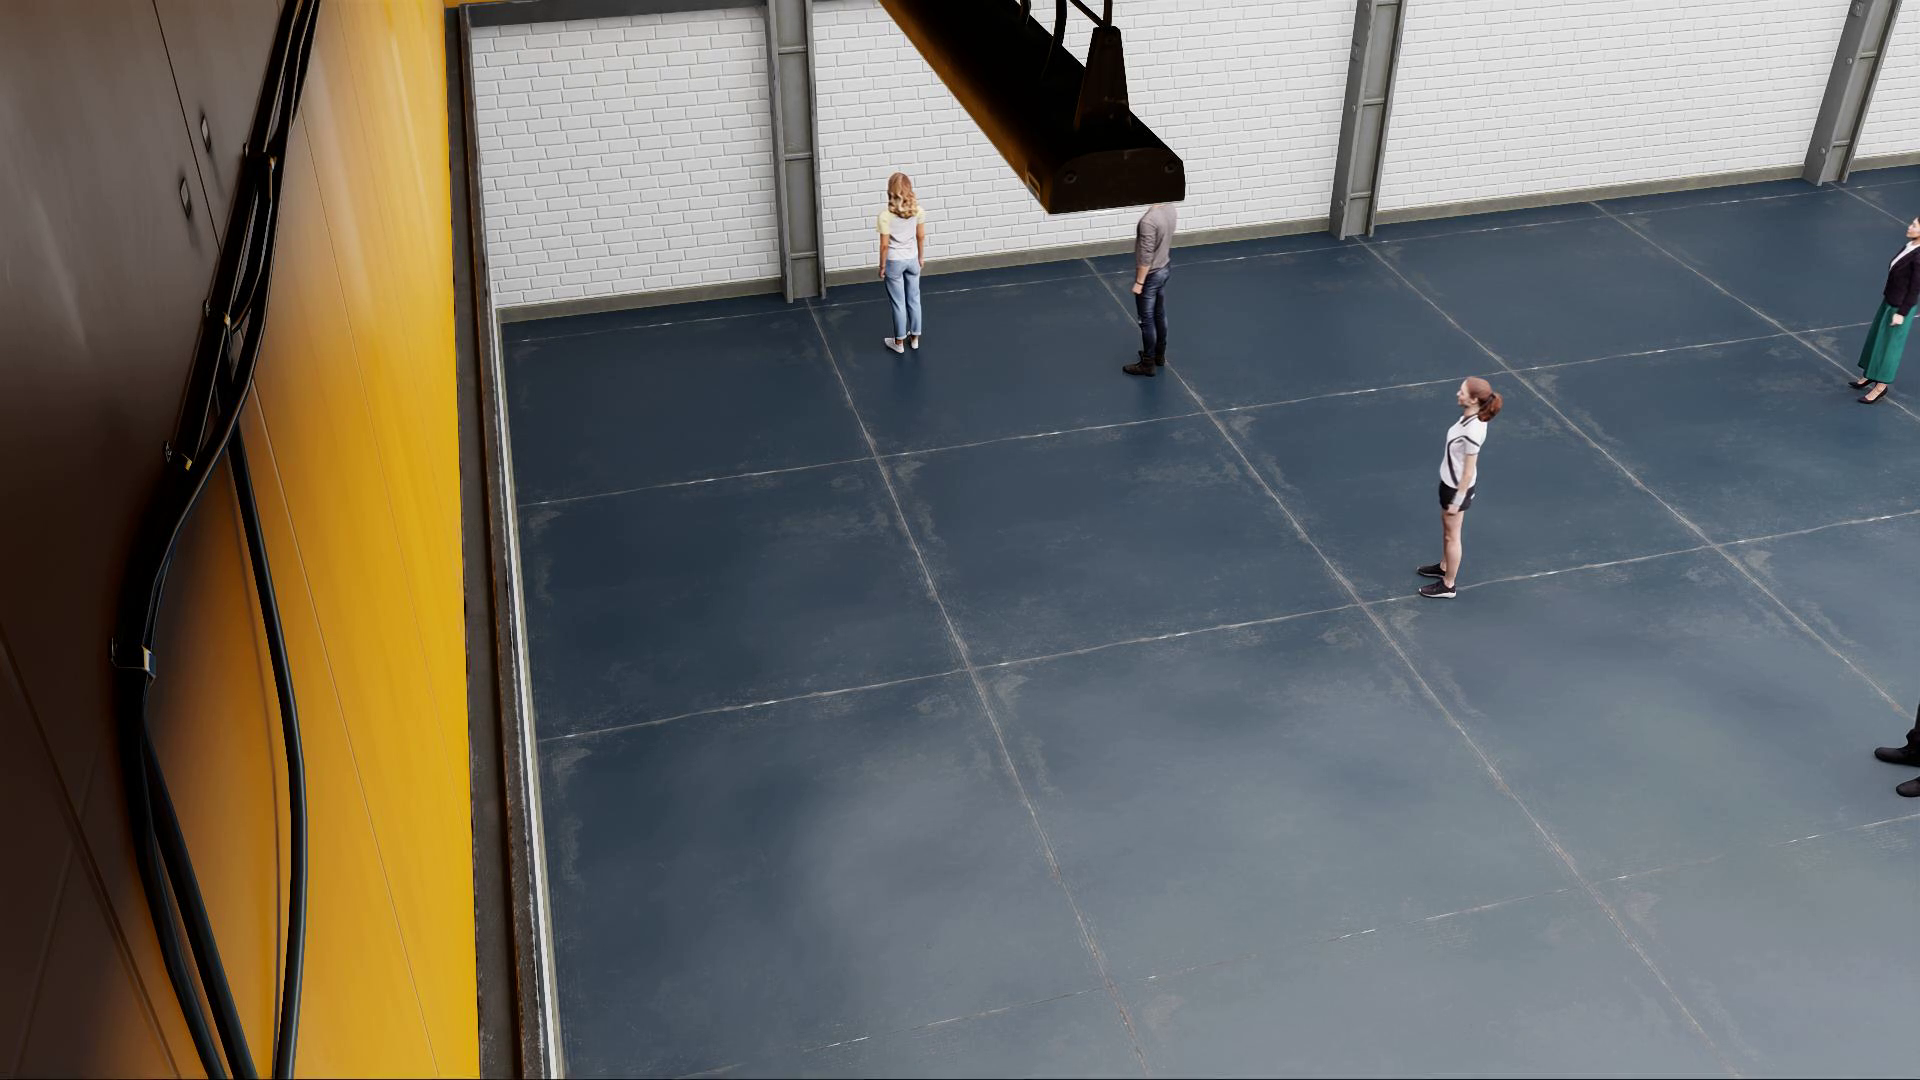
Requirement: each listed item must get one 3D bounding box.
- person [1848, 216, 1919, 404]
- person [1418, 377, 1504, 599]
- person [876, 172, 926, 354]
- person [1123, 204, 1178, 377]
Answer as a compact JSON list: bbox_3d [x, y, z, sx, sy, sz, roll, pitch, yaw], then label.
[{"bbox_3d":[8.157,-2.021,14.469,0.684,1.738,0.702,7,34,10],"label":"person"},{"bbox_3d":[3.592,-0.388,11.999,0.684,1.752,0.663,6,34,9],"label":"person"},{"bbox_3d":[-0.530,-2.540,15.263,0.572,1.723,0.735,-17,37,-24],"label":"person"},{"bbox_3d":[1.723,-2.382,14.863,0.823,1.903,0.754,19,38,26],"label":"person"}]
